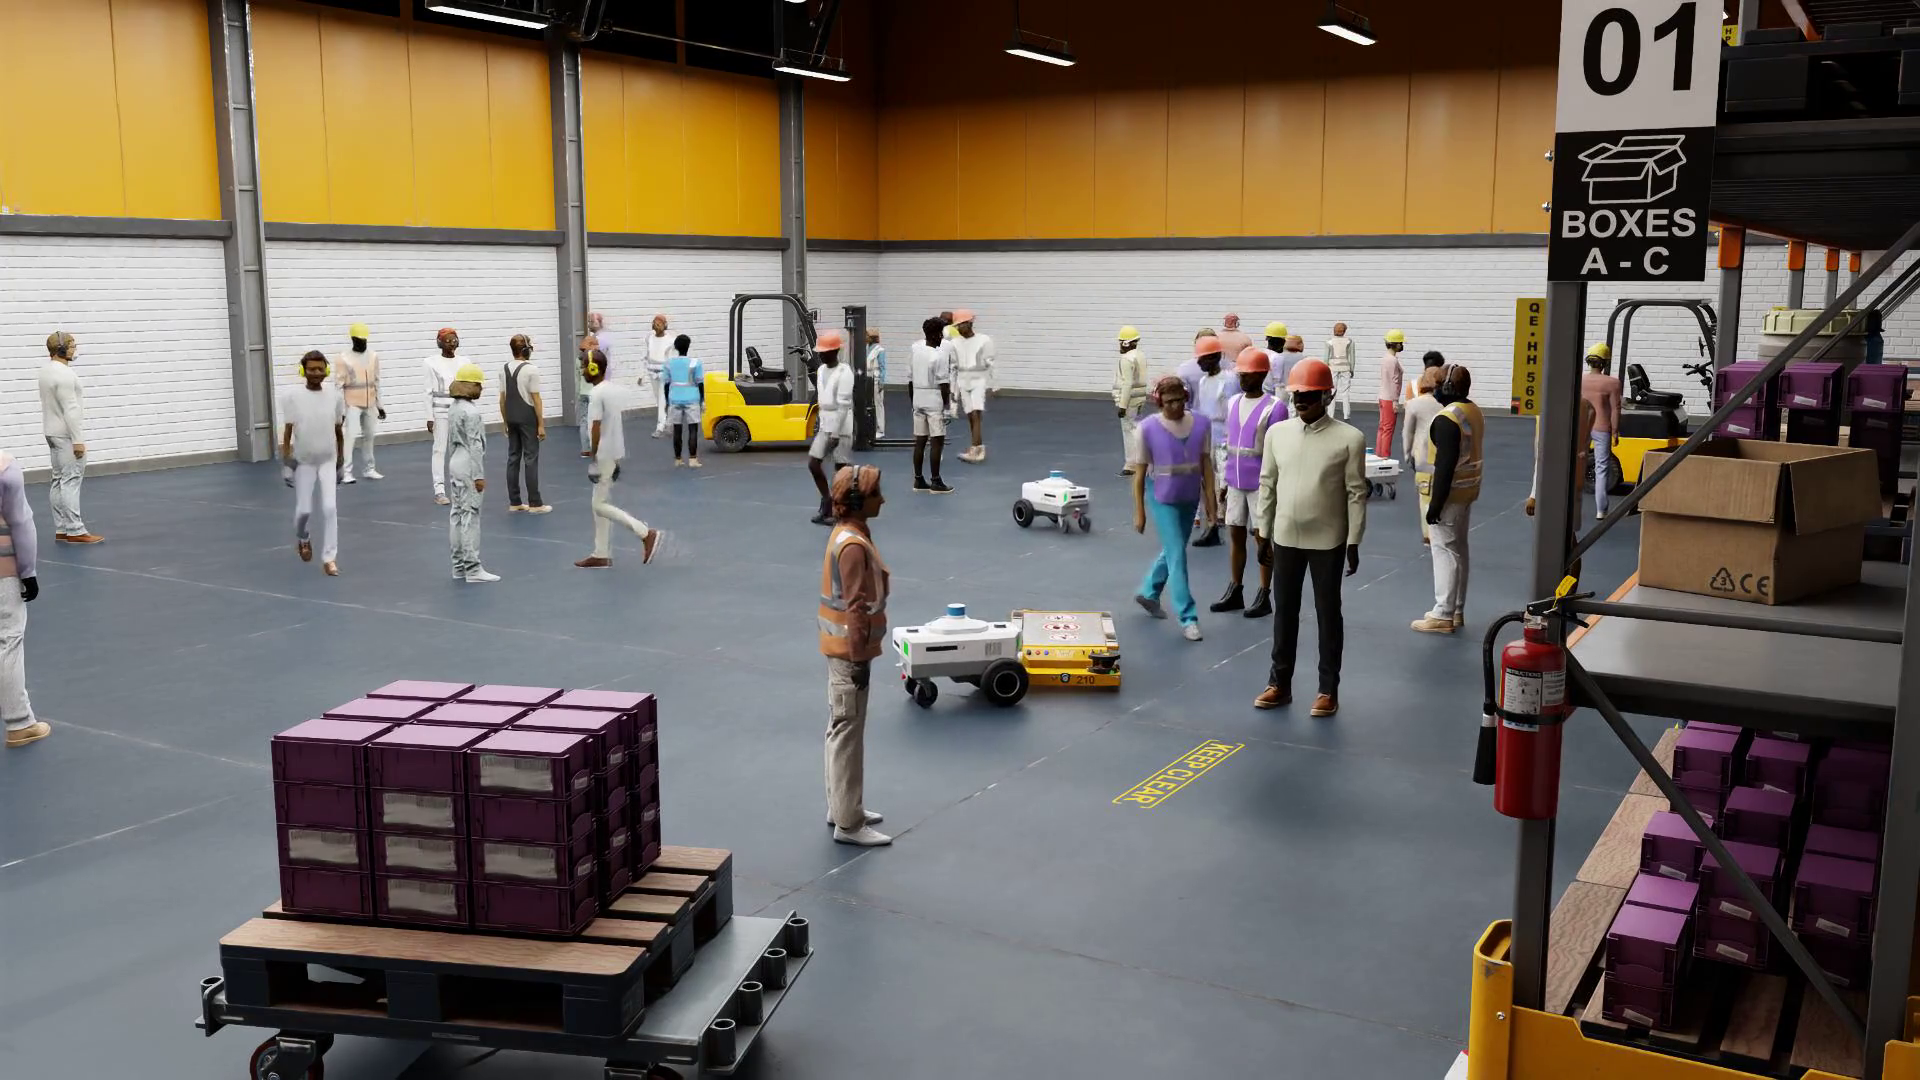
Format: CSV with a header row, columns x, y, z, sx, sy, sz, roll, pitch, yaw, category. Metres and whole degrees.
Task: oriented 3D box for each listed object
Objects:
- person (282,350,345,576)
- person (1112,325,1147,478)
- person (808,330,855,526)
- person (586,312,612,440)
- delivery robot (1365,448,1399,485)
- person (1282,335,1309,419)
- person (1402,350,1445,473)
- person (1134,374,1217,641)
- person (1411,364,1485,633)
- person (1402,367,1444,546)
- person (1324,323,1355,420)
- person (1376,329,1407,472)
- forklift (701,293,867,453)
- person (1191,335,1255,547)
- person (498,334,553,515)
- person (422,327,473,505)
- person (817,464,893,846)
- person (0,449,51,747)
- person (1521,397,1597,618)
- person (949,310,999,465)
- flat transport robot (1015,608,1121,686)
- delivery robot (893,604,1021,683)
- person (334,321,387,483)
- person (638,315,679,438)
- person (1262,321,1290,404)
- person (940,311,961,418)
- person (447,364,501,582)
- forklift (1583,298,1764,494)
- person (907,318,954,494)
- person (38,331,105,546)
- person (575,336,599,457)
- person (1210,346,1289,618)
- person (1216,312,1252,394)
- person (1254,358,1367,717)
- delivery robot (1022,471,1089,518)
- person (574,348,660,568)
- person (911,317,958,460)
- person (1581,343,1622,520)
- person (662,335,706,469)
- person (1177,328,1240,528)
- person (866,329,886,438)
x,y,z,sx,sy,sz,roll,pitch,yaw,category
-5.313,-0.645,13.658,0.530,1.849,0.701,-6,11,-32,person
2.039,-1.667,20.069,0.404,1.832,0.592,4,10,26,person
-1.244,-1.070,16.086,0.505,1.914,0.547,-8,12,-41,person
-5.314,-2.387,24.365,0.430,1.891,0.671,-2,9,-12,person
4.429,-0.764,18.123,0.707,0.478,0.477,-5,10,-27,delivery robot
4.716,-2.057,23.253,0.836,1.596,0.507,-8,12,-43,person
4.866,-1.128,17.188,0.537,1.676,0.665,5,10,26,person
1.425,-0.260,11.422,0.573,1.797,0.920,-4,10,-26,person
3.345,-0.286,11.429,0.429,1.843,0.631,6,11,32,person
4.282,-0.767,15.139,0.508,1.602,0.629,1,9,5,person
6.355,-2.821,27.886,0.515,1.636,0.314,2,9,13,person
5.355,-1.724,20.640,0.312,1.769,0.522,0,9,0,person
-2.458,-2.344,23.176,2.313,2.155,1.214,0,9,-2,forklift
2.403,-0.899,15.056,0.713,1.905,0.582,-6,11,-32,person
-4.453,-1.176,16.966,0.506,1.847,0.345,4,10,26,person
-5.447,-1.324,17.775,0.355,1.883,0.573,9,12,43,person
-0.459,0.489,7.214,0.315,1.641,0.514,-1,9,-7,person
-5.077,0.168,8.597,0.625,1.844,0.429,-1,9,-5,person
4.181,-0.374,11.676,0.543,1.939,0.360,-6,11,-35,person
0.105,-1.960,21.442,0.659,1.979,0.938,5,10,28,person
0.646,0.655,10.436,0.652,0.197,1.431,0,9,2,flat transport robot
-0.022,0.610,9.549,0.707,0.478,0.477,-2,9,-13,delivery robot
-7.089,-1.644,19.698,0.421,1.915,0.624,6,11,32,person
-4.524,-2.493,25.237,0.580,1.841,0.978,2,9,14,person
3.469,-1.466,18.524,0.382,1.924,0.594,-3,10,-18,person
-0.288,-2.978,28.316,0.620,1.823,0.630,7,12,38,person
-3.913,-0.535,13.306,0.321,1.736,0.487,-7,11,-37,person
7.954,-1.589,18.462,2.313,2.155,1.214,5,11,30,forklift
-0.325,-1.501,18.621,0.362,1.963,0.614,-9,13,-43,person
-8.085,-0.917,15.061,0.631,1.940,0.372,9,13,44,person
-4.912,-1.904,22.174,0.498,1.633,0.280,6,11,33,person
2.075,-0.416,11.933,0.353,1.941,0.543,-8,12,-42,person
3.883,-2.318,23.907,0.651,1.906,0.403,3,9,15,person
1.936,-0.015,9.253,0.618,1.993,0.396,6,11,33,person
0.920,-0.424,15.998,0.477,0.478,0.707,-7,11,-35,delivery robot
-2.858,-0.659,13.759,0.699,1.838,0.579,1,9,6,person
-0.328,-1.991,21.940,0.604,1.885,0.572,1,9,8,person
6.331,-1.081,16.619,0.525,1.769,0.324,7,12,38,person
-3.484,-1.740,21.020,0.563,1.695,0.452,1,9,9,person
2.376,-1.073,16.048,0.629,1.937,0.373,-2,9,-11,person
-1.304,-2.336,24.850,0.310,1.638,0.523,-8,12,-40,person
